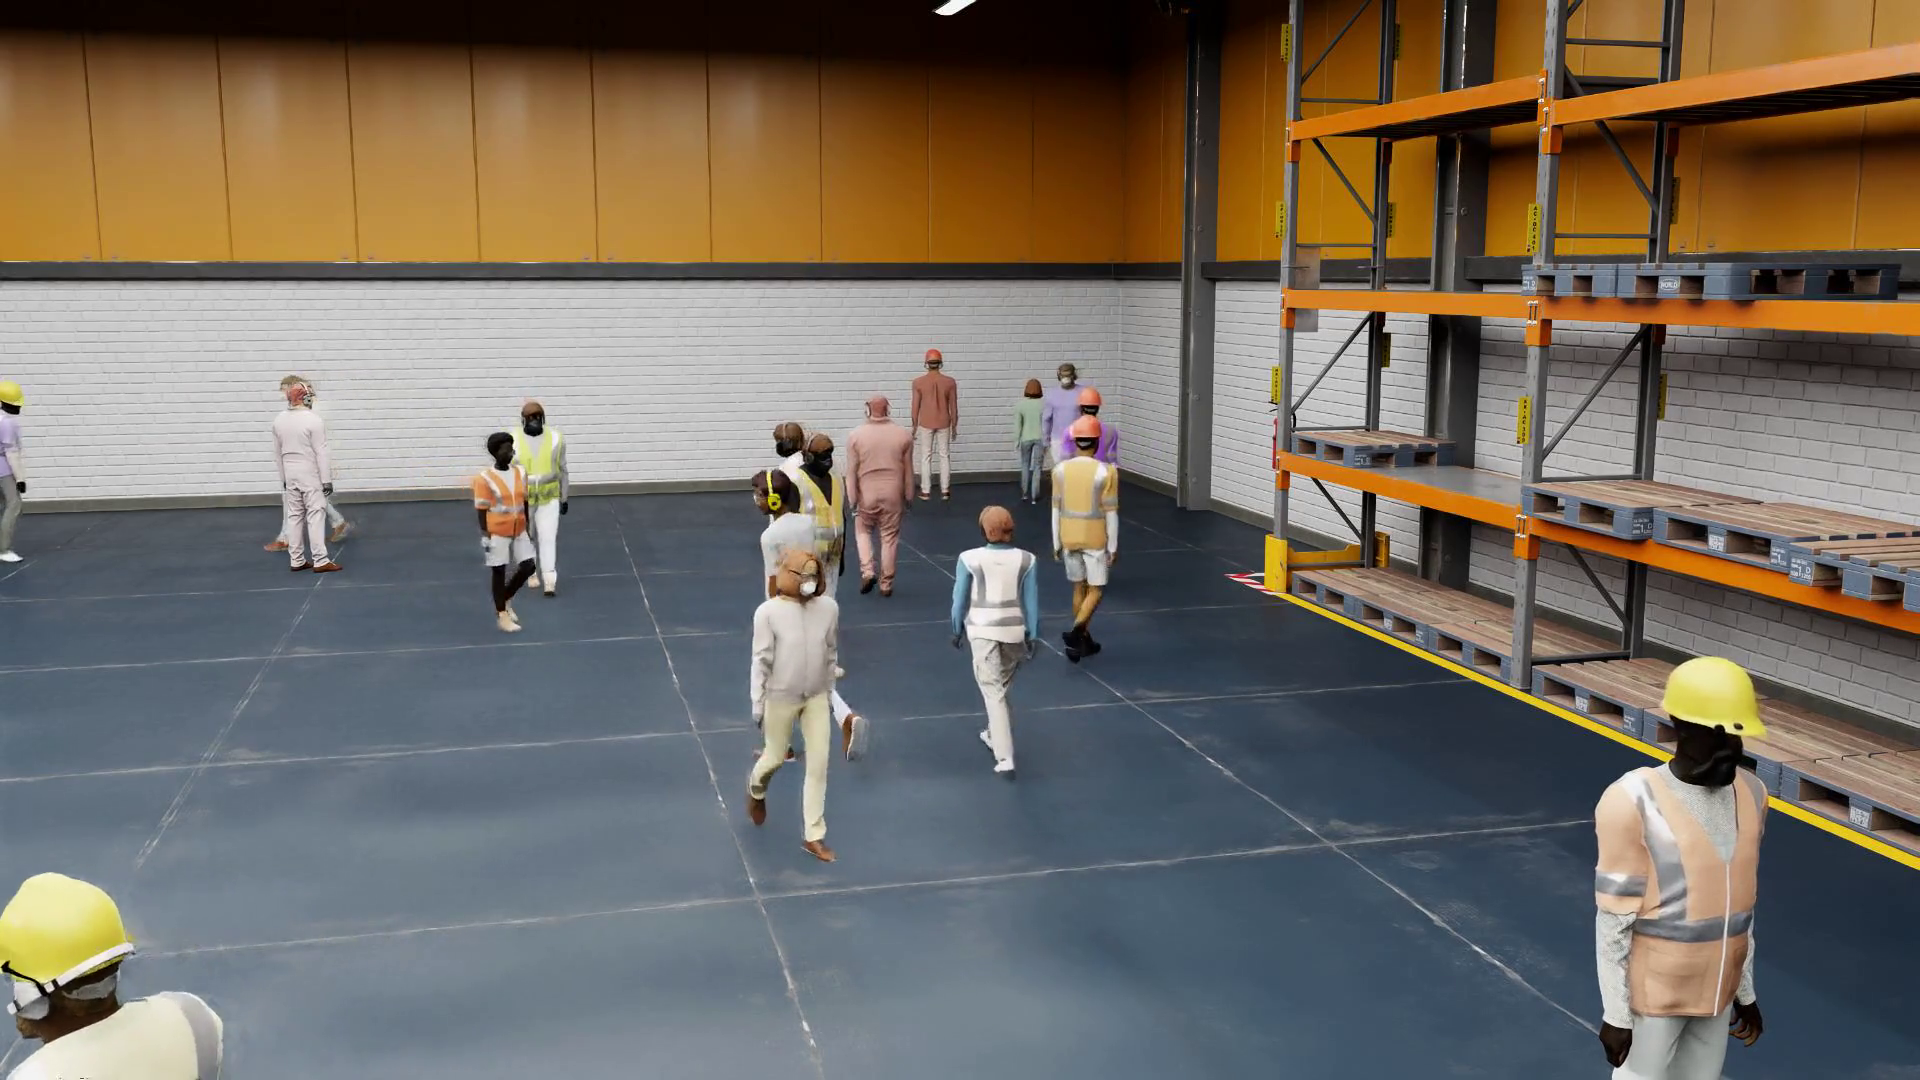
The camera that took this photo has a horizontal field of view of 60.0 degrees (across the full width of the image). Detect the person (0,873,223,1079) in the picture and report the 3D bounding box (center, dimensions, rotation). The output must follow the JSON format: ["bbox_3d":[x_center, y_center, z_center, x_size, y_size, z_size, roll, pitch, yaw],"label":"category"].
[{"bbox_3d":[-1.710,1.549,3.418,0.876,1.804,0.595,4,10,23],"label":"person"}]

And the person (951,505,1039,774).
[{"bbox_3d":[0.222,0.586,10.070,0.508,1.590,0.873,-3,10,-17],"label":"person"}]

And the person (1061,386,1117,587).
[{"bbox_3d":[1.237,-0.498,15.835,0.548,1.916,0.796,-2,9,-10],"label":"person"}]

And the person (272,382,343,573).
[{"bbox_3d":[-6.521,-0.623,16.626,0.639,1.911,0.406,4,10,23],"label":"person"}]

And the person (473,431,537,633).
[{"bbox_3d":[-3.770,-0.063,13.802,0.362,1.684,0.555,7,11,37],"label":"person"}]

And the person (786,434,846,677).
[{"bbox_3d":[-1.055,0.136,12.144,0.431,1.836,0.626,7,12,39],"label":"person"}]

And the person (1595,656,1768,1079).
[{"bbox_3d":[2.059,1.271,4.743,0.587,1.928,0.364,-4,10,-25],"label":"person"}]

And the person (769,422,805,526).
[{"bbox_3d":[-1.383,-0.040,13.311,0.878,1.801,0.637,3,10,20],"label":"person"}]

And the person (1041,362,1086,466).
[{"bbox_3d":[1.285,-1.186,20.083,0.641,1.922,0.437,3,9,16],"label":"person"}]

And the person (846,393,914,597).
[{"bbox_3d":[-0.737,-0.411,15.365,0.637,1.887,0.419,-1,9,-8],"label":"person"}]

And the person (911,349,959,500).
[{"bbox_3d":[-0.336,-1.522,21.994,0.642,1.987,0.415,-2,9,-11],"label":"person"}]

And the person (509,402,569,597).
[{"bbox_3d":[-3.962,-0.384,15.501,0.644,1.791,0.986,-3,10,-18],"label":"person"}]

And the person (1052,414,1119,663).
[{"bbox_3d":[0.927,0.004,12.711,0.550,1.914,0.765,5,10,27],"label":"person"}]

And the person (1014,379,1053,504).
[{"bbox_3d":[0.983,-1.301,21.793,0.507,1.606,0.746,1,9,9],"label":"person"}]

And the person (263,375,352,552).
[{"bbox_3d":[-7.135,-0.855,18.109,0.967,1.905,0.643,-8,12,-42],"label":"person"}]

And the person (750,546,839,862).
[{"bbox_3d":[-0.882,0.807,8.653,0.504,1.604,0.761,-6,11,-31],"label":"person"}]

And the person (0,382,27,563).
[{"bbox_3d":[-9.924,-0.715,17.320,0.384,1.876,0.726,-8,12,-40],"label":"person"}]

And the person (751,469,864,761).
[{"bbox_3d":[-0.952,0.479,9.978,0.746,1.837,0.545,6,11,35],"label":"person"}]
